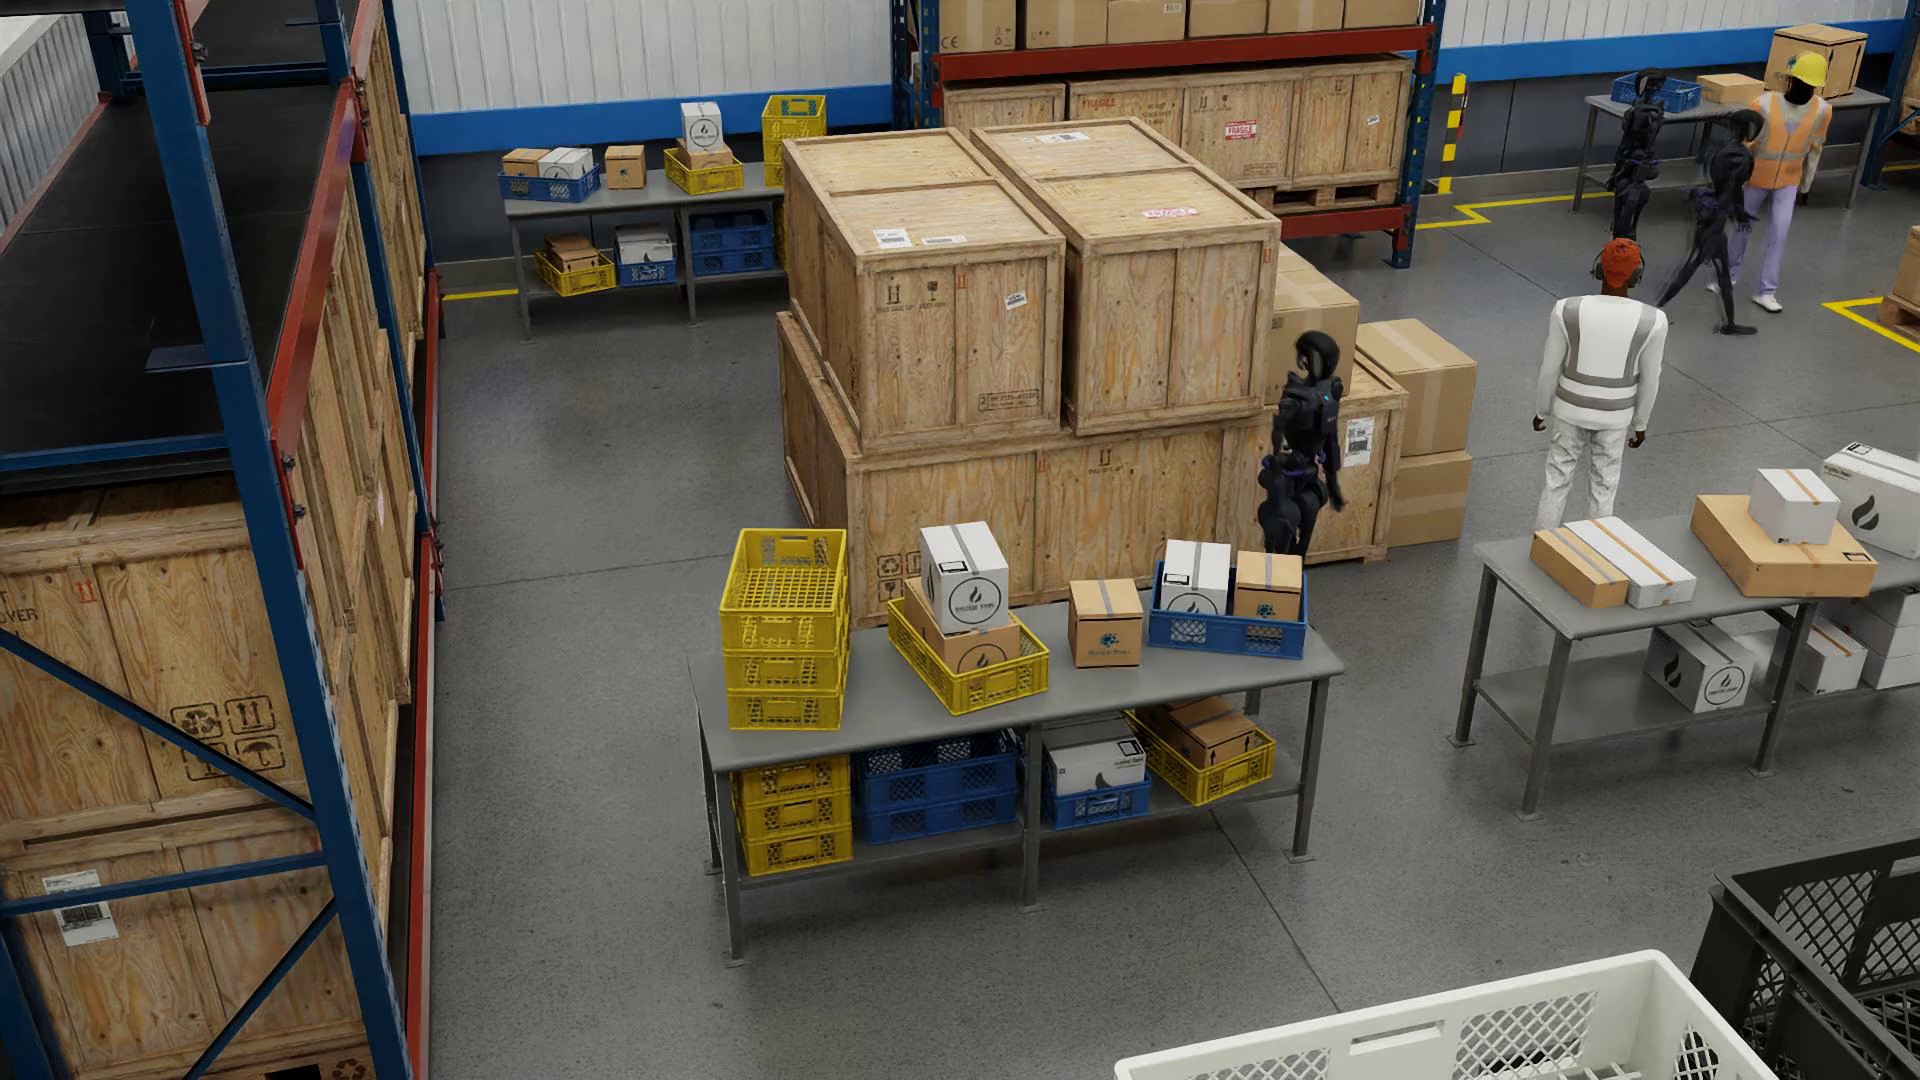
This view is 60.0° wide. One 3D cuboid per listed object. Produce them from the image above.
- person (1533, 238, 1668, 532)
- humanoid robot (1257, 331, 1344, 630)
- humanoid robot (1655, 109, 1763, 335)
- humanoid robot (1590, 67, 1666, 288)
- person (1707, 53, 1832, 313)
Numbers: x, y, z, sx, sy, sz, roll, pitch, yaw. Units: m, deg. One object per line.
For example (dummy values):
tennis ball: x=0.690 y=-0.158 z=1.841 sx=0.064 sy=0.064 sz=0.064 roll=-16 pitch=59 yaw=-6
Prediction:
person: x=3.275 y=-0.650 z=8.620 sx=0.573 sy=1.887 sz=0.355 roll=11 pitch=31 yaw=20
humanoid robot: x=1.643 y=-0.230 z=8.065 sx=0.335 sy=1.654 sz=0.581 roll=25 pitch=37 yaw=37
humanoid robot: x=5.378 y=-2.256 z=11.809 sx=0.782 sy=1.631 sz=0.575 roll=7 pitch=30 yaw=12
humanoid robot: x=5.100 y=-2.753 z=12.639 sx=0.313 sy=1.657 sz=0.609 roll=1 pitch=29 yaw=2
person: x=5.994 y=-2.659 z=12.278 sx=0.603 sy=1.884 sz=0.673 roll=7 pitch=30 yaw=12
